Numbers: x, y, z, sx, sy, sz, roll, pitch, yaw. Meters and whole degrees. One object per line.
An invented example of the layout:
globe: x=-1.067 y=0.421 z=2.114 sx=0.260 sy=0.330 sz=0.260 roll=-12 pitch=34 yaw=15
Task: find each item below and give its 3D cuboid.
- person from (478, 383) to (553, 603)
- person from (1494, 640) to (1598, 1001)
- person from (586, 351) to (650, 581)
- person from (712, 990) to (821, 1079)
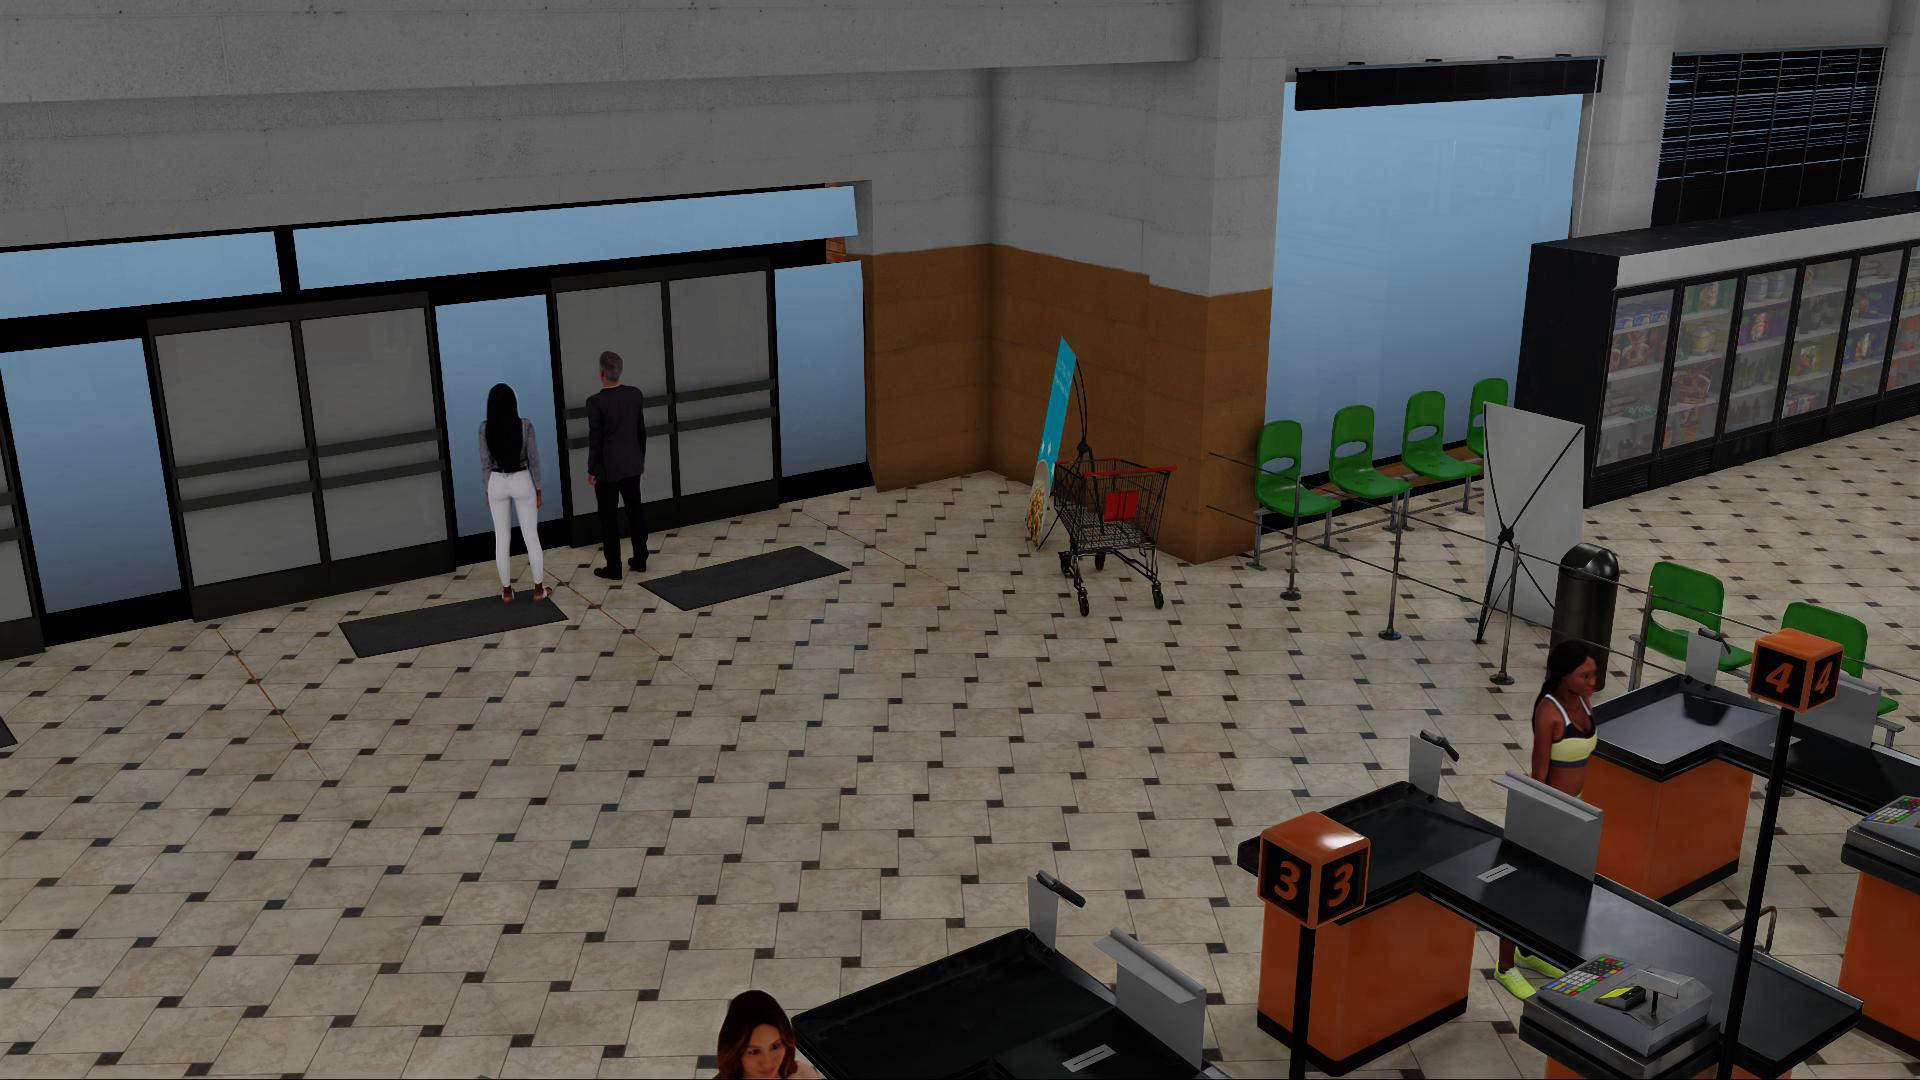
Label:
person: x=-3.426 y=-0.362 z=12.718 sx=0.668 sy=1.724 sz=0.676 roll=-2 pitch=19 yaw=-5
person: x=2.745 y=1.281 z=7.796 sx=0.568 sy=1.754 sz=0.513 roll=-14 pitch=23 yaw=-36
person: x=-2.741 y=-0.604 z=13.252 sx=0.673 sy=1.841 sz=0.774 roll=16 pitch=25 yaw=40
person: x=-0.608 y=2.158 z=5.141 sx=0.605 sy=1.790 sz=0.532 roll=-11 pitch=21 yaw=-29
